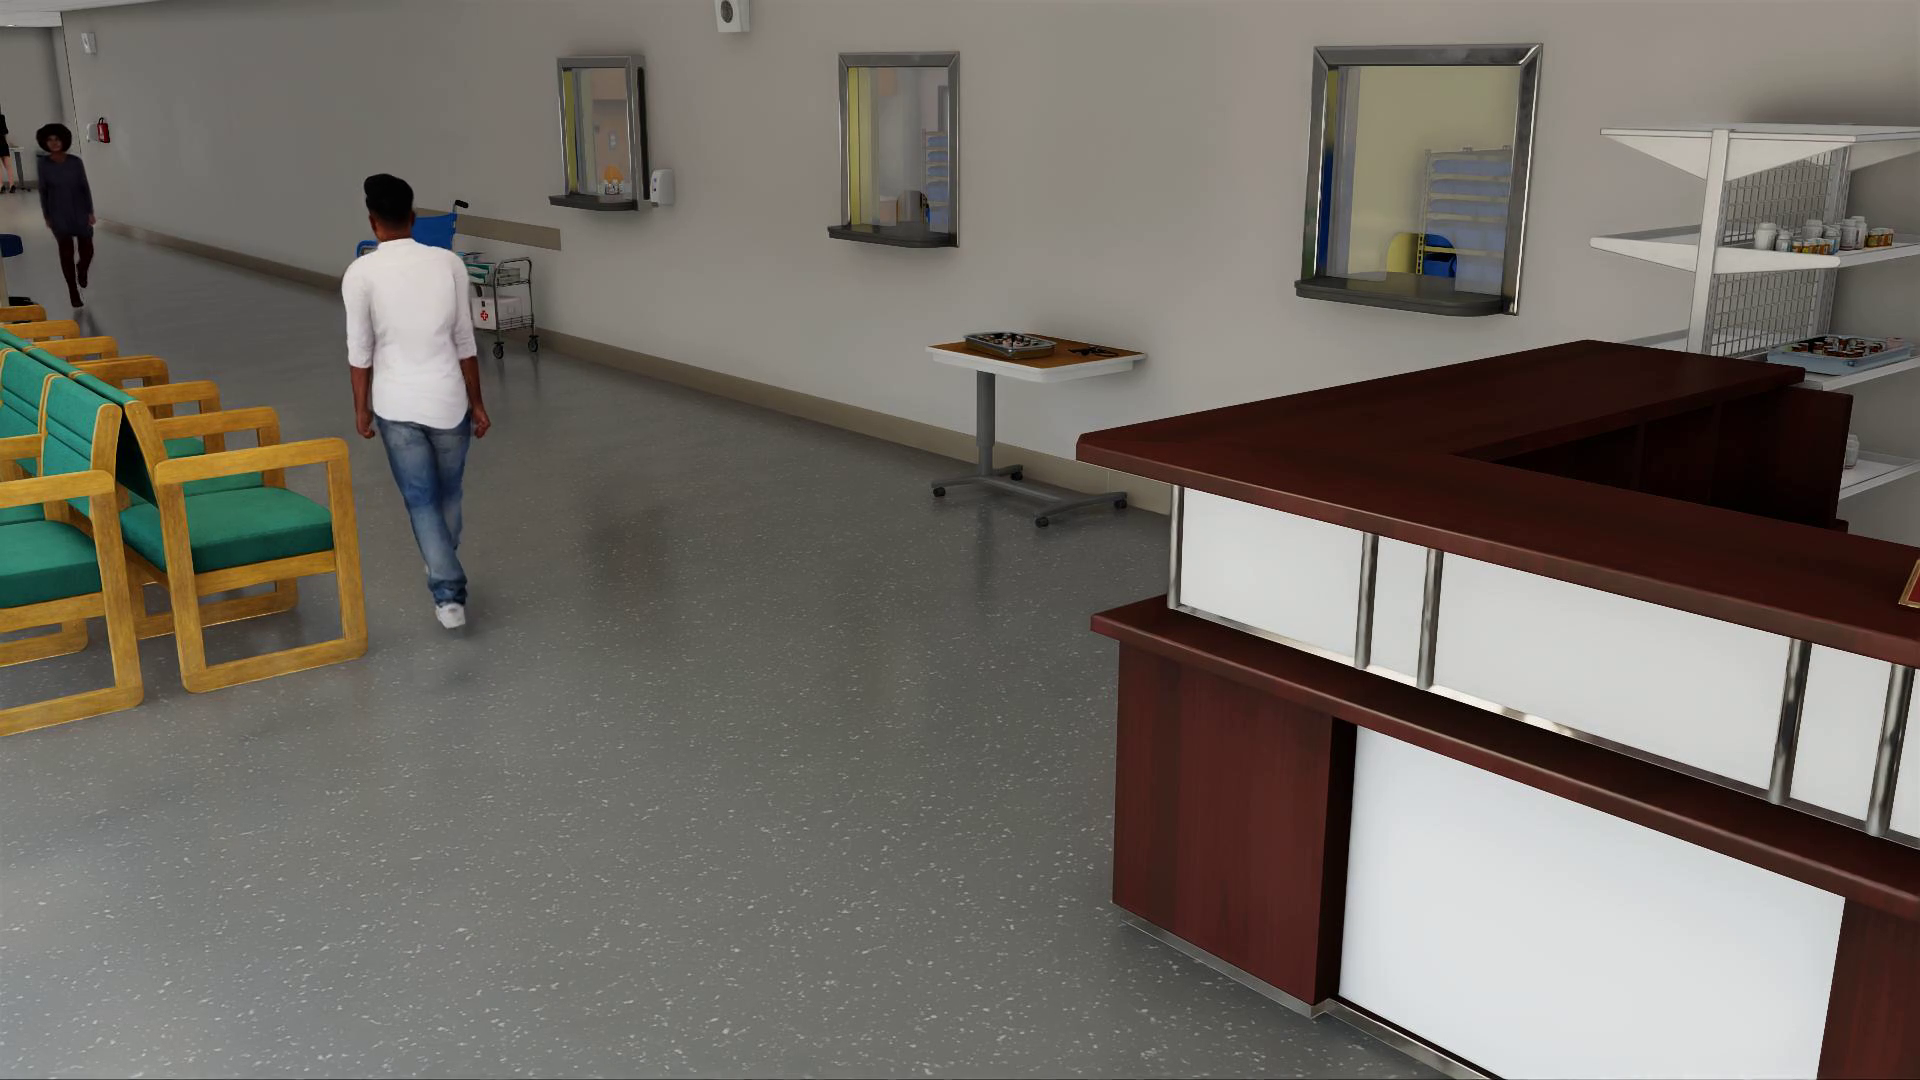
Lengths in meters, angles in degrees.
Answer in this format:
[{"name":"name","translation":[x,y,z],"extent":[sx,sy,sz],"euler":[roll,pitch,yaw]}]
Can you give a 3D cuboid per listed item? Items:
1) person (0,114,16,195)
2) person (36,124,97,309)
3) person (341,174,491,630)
[{"name":"person","translation":[-17.625,-7.218,30.504],"extent":[0.723,1.696,0.601],"euler":[7,17,23]},{"name":"person","translation":[-8.474,-3.076,15.822],"extent":[0.899,1.690,0.732],"euler":[-9,18,-29]},{"name":"person","translation":[-2.126,-0.509,6.589],"extent":[1.136,1.759,0.857],"euler":[-8,18,-27]}]
